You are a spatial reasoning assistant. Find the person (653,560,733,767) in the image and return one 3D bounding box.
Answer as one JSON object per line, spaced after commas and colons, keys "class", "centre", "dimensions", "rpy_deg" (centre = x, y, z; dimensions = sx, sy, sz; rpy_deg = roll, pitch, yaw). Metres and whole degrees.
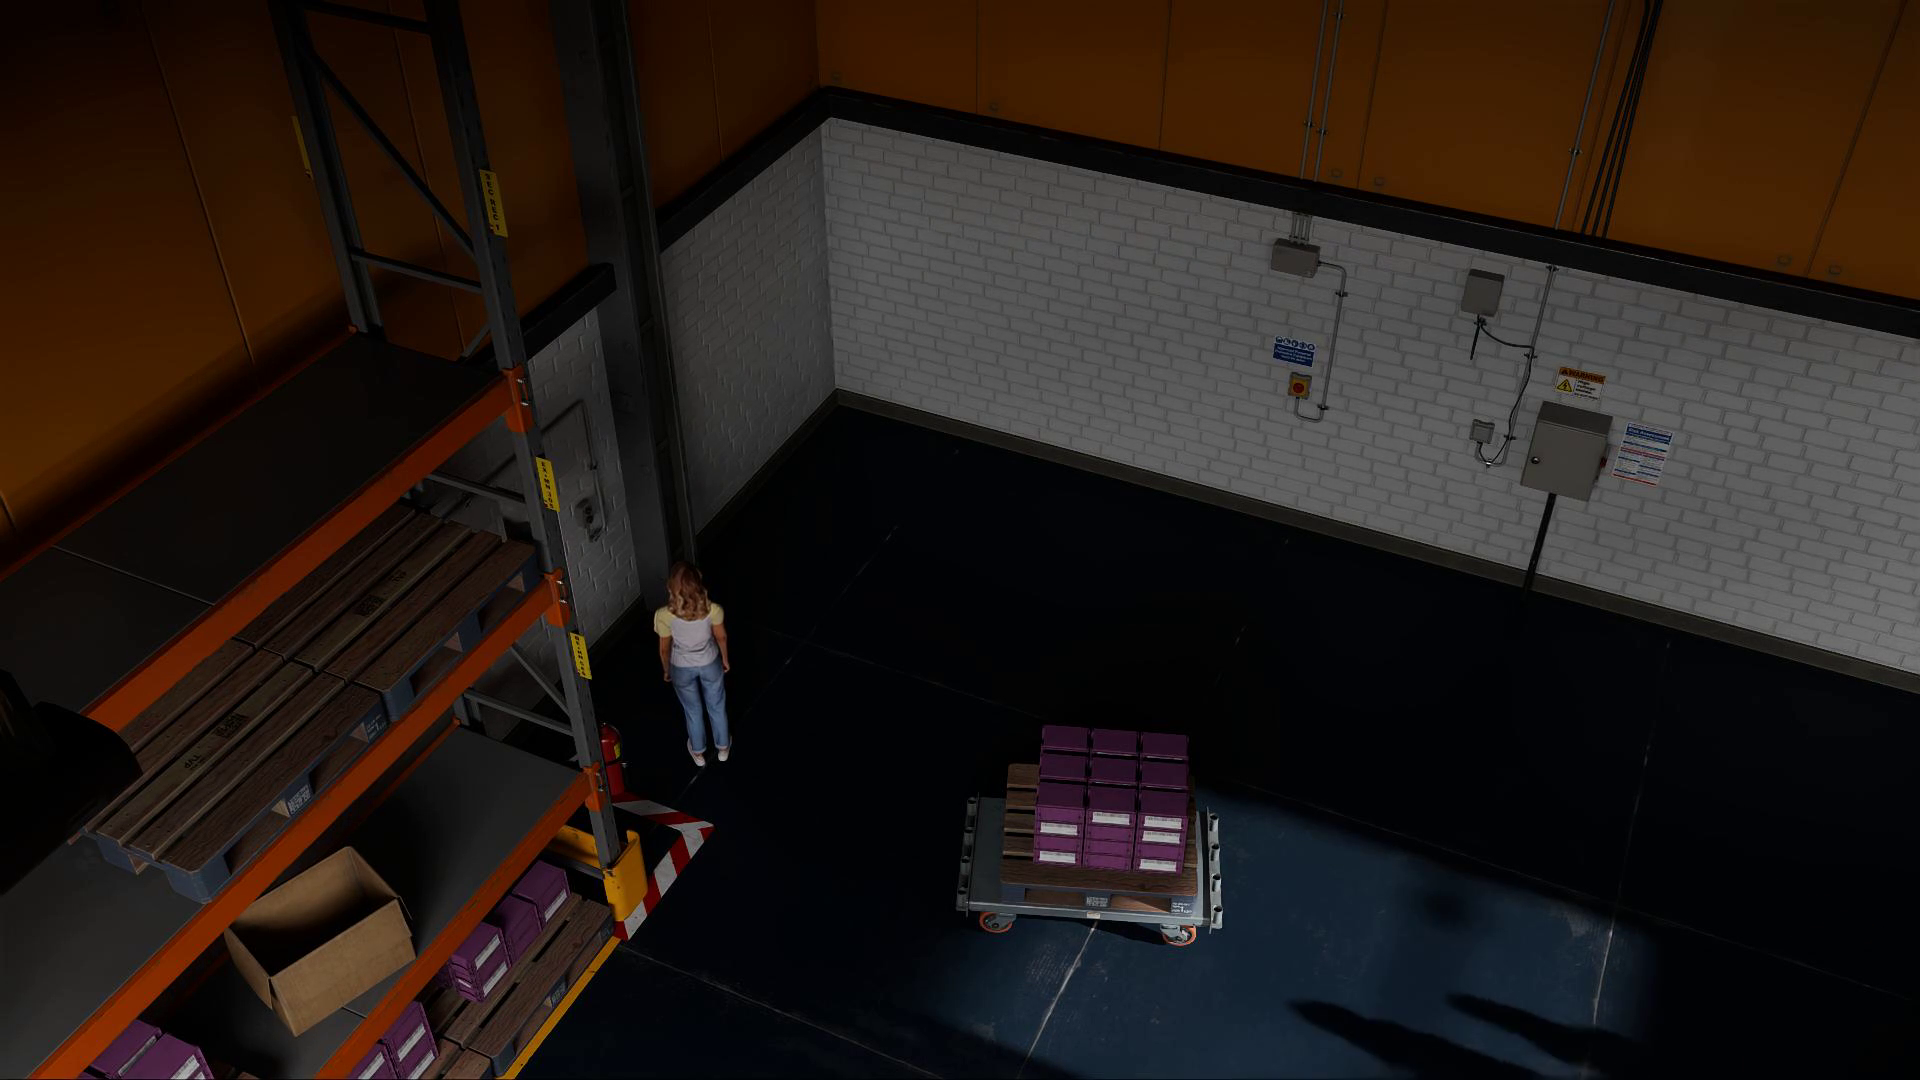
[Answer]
{"class": "person", "centre": [-1.786, 0.846, 11.254], "dimensions": [0.705, 1.722, 0.745], "rpy_deg": [-9, 40, -12]}
